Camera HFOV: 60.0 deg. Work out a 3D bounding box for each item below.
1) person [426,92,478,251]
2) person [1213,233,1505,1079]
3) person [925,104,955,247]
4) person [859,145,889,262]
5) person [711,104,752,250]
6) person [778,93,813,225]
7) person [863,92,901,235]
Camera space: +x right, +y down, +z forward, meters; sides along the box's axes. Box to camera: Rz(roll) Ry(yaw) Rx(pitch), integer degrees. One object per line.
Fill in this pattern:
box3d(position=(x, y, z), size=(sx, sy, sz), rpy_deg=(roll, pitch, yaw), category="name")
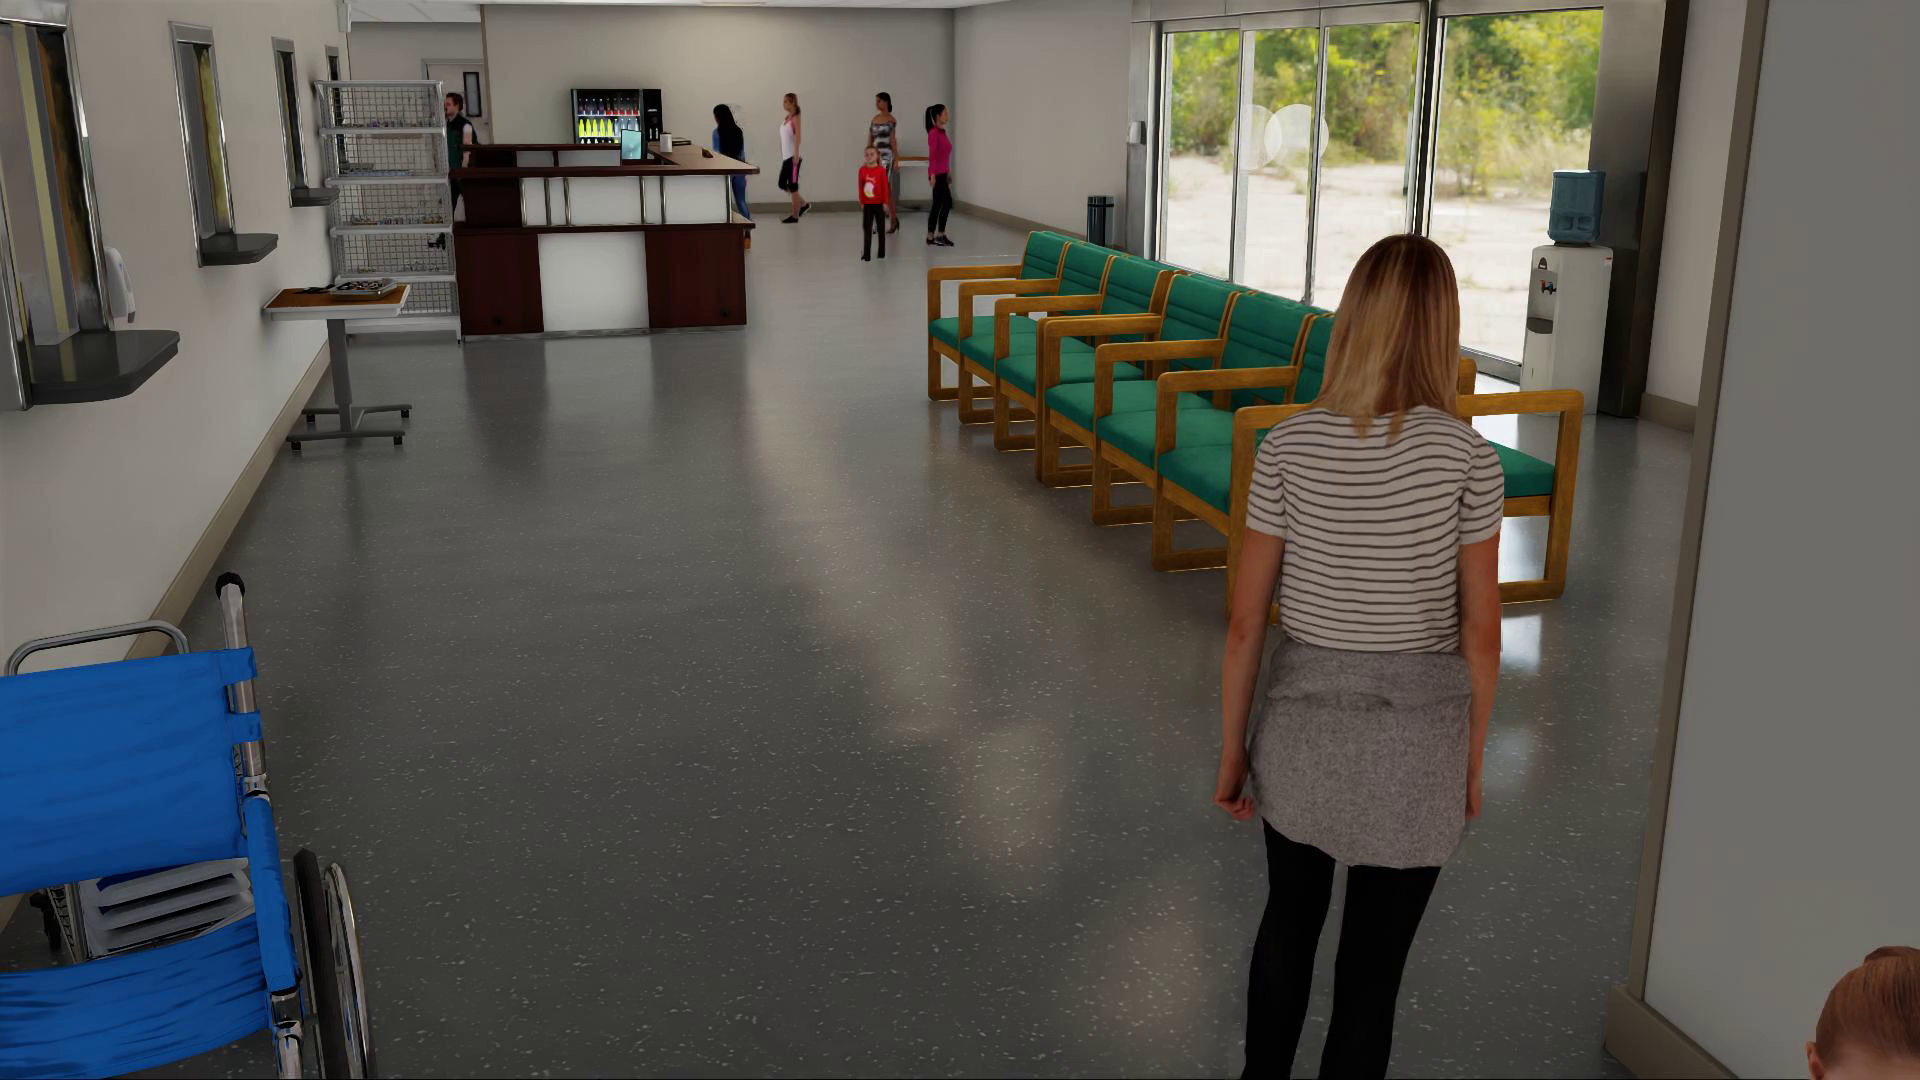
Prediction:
box3d(position=(-5.805, -4.315, 19.619), size=(1.046, 1.805, 1.225), rpy_deg=(14, 21, 40), category="person")
box3d(position=(0.654, 0.422, 2.797), size=(0.742, 1.815, 0.807), rpy_deg=(8, 17, 25), category="person")
box3d(position=(-0.340, -4.386, 20.085), size=(0.779, 1.688, 0.738), rpy_deg=(4, 16, 14), category="person")
box3d(position=(-0.945, -3.776, 18.716), size=(0.900, 1.256, 0.776), rpy_deg=(2, 16, 8), category="person")
box3d(position=(-2.675, -4.244, 19.613), size=(1.174, 1.670, 1.026), rpy_deg=(-11, 19, -33), category="person")
box3d(position=(-2.263, -5.316, 23.208), size=(0.783, 1.782, 0.715), rpy_deg=(-8, 18, -27), category="person")
box3d(position=(-0.904, -4.915, 21.745), size=(0.873, 1.806, 0.806), rpy_deg=(-14, 21, -40), category="person")
